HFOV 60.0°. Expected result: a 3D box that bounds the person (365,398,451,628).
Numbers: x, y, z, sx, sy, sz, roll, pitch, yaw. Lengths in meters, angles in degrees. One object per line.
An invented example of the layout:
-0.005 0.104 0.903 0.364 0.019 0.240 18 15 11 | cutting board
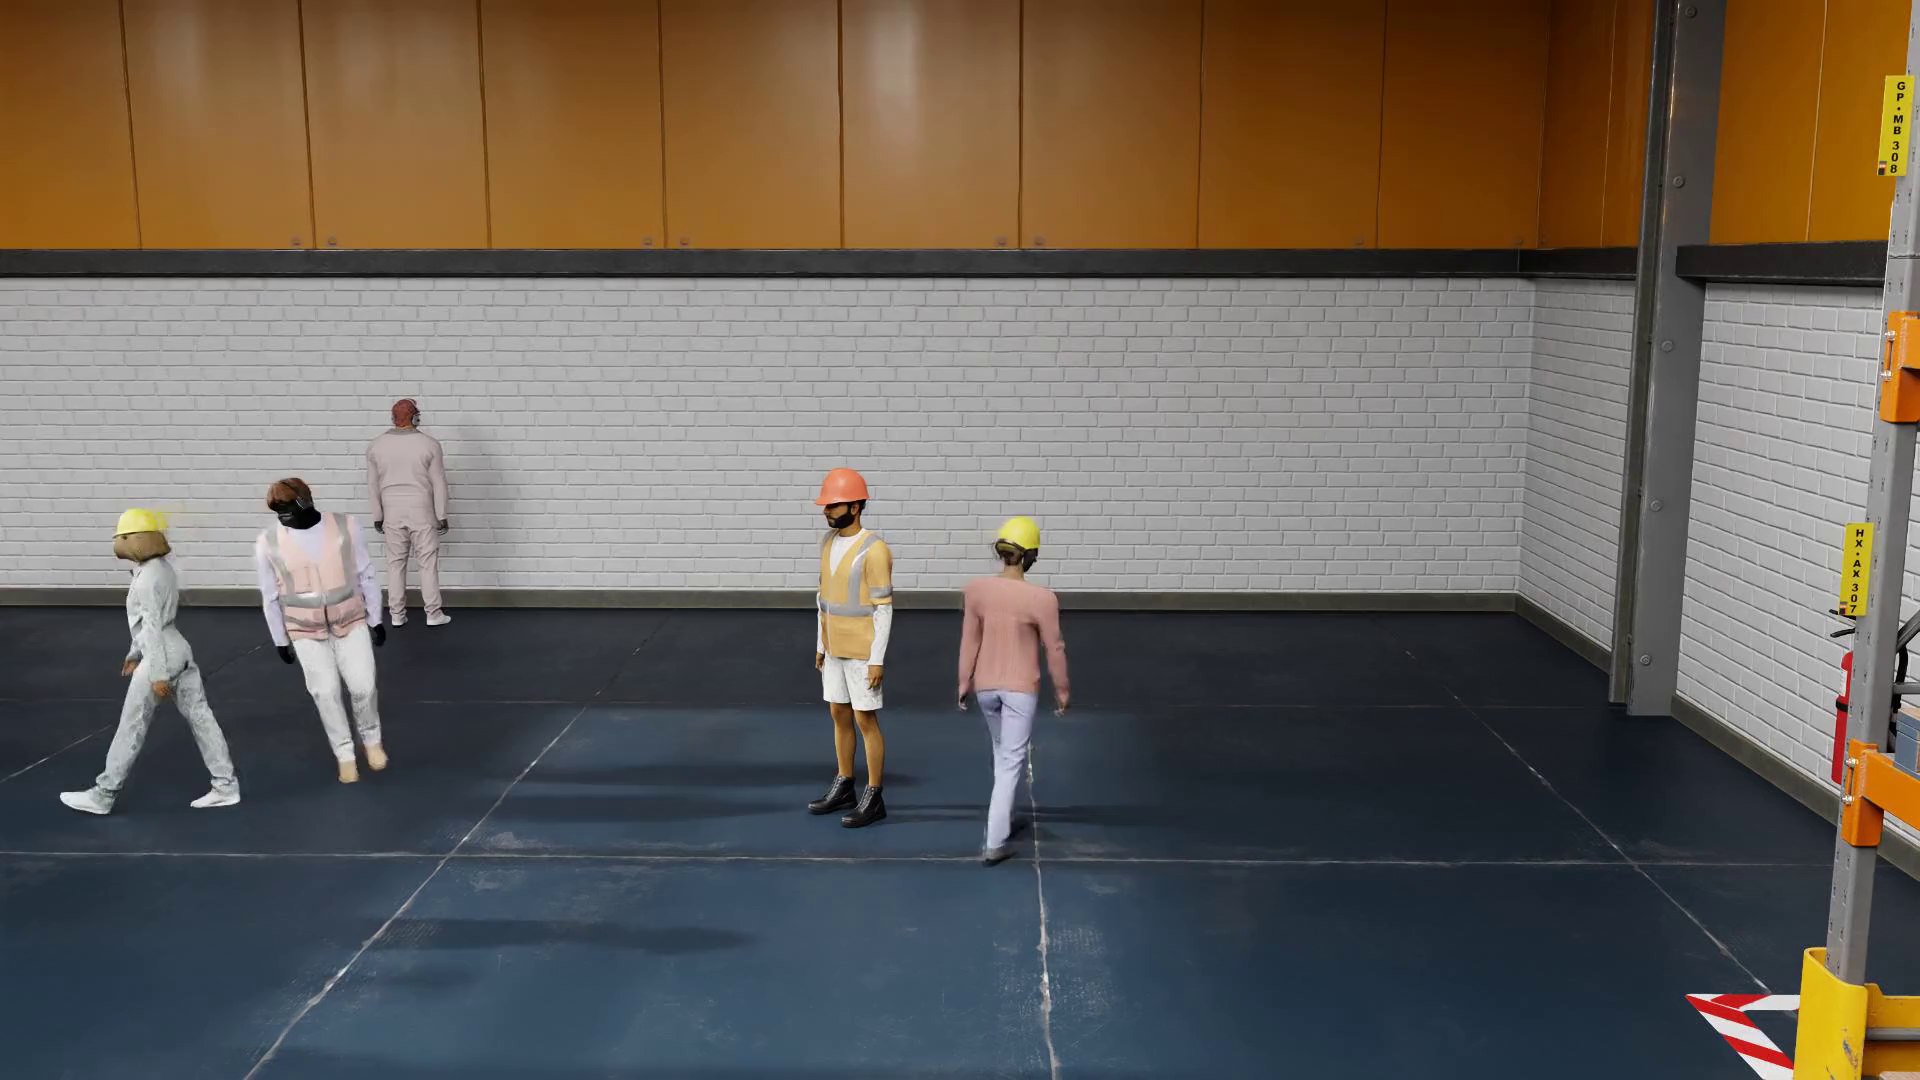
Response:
-4.550 -0.220 13.791 0.644 1.907 0.399 0 9 2 | person

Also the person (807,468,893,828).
-0.606 0.573 8.945 0.358 1.936 0.552 -8 13 -41 | person

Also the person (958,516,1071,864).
0.308 0.741 8.507 0.548 1.734 0.750 6 11 32 | person

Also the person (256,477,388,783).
-3.695 0.528 9.671 0.676 1.793 0.430 -5 11 -26 | person

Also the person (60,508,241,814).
-4.449 0.674 9.095 0.944 1.680 0.493 -2 10 -9 | person
